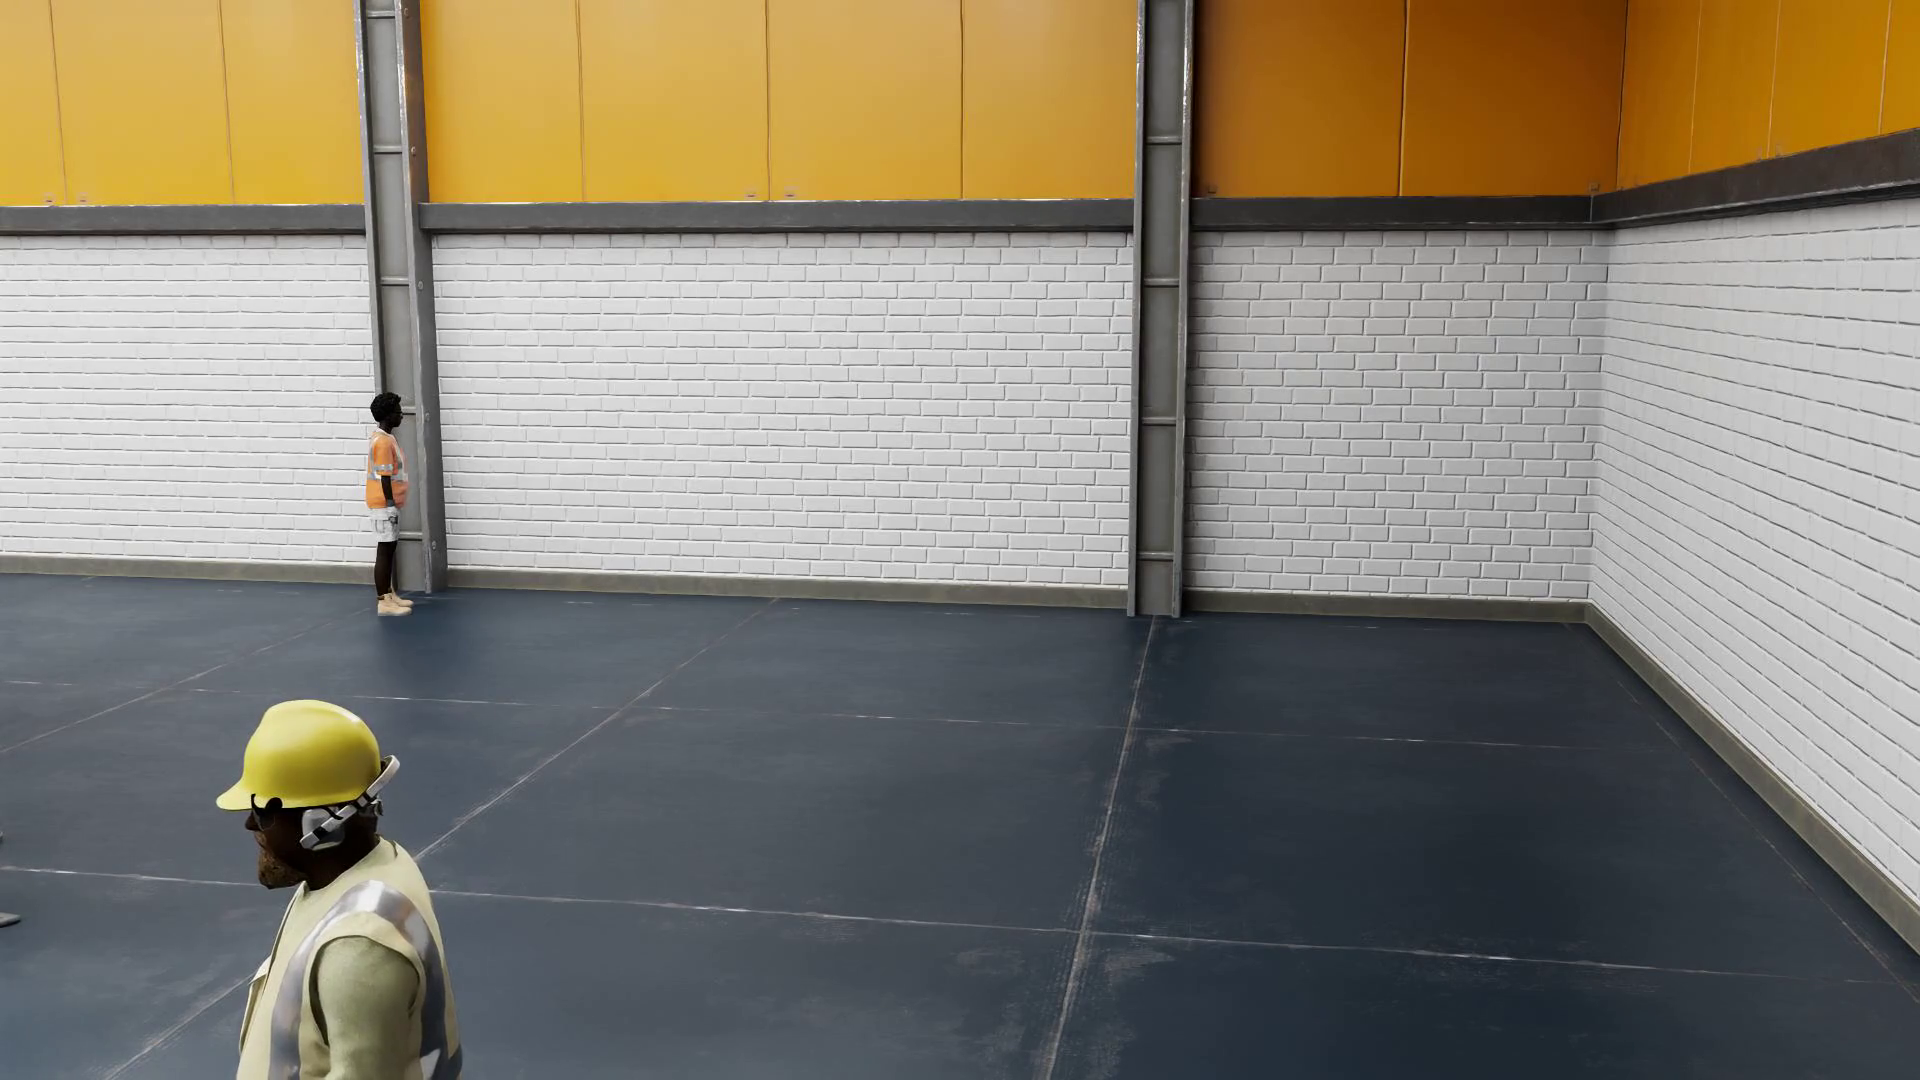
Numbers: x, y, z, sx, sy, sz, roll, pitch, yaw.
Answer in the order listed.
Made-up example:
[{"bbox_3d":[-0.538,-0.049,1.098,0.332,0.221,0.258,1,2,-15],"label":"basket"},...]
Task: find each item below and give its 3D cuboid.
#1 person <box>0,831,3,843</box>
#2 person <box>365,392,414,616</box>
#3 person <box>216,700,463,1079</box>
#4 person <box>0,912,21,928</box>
[{"bbox_3d":[-4.635,0.452,7.378,0.603,1.938,0.401,4,10,22],"label":"person"},{"bbox_3d":[-4.335,-0.272,12.607,0.320,1.694,0.532,-2,10,-15],"label":"person"},{"bbox_3d":[-1.152,1.194,3.165,0.403,1.825,0.591,-4,10,-22],"label":"person"},{"bbox_3d":[-4.006,0.670,6.578,0.523,1.763,0.329,9,13,44],"label":"person"}]
